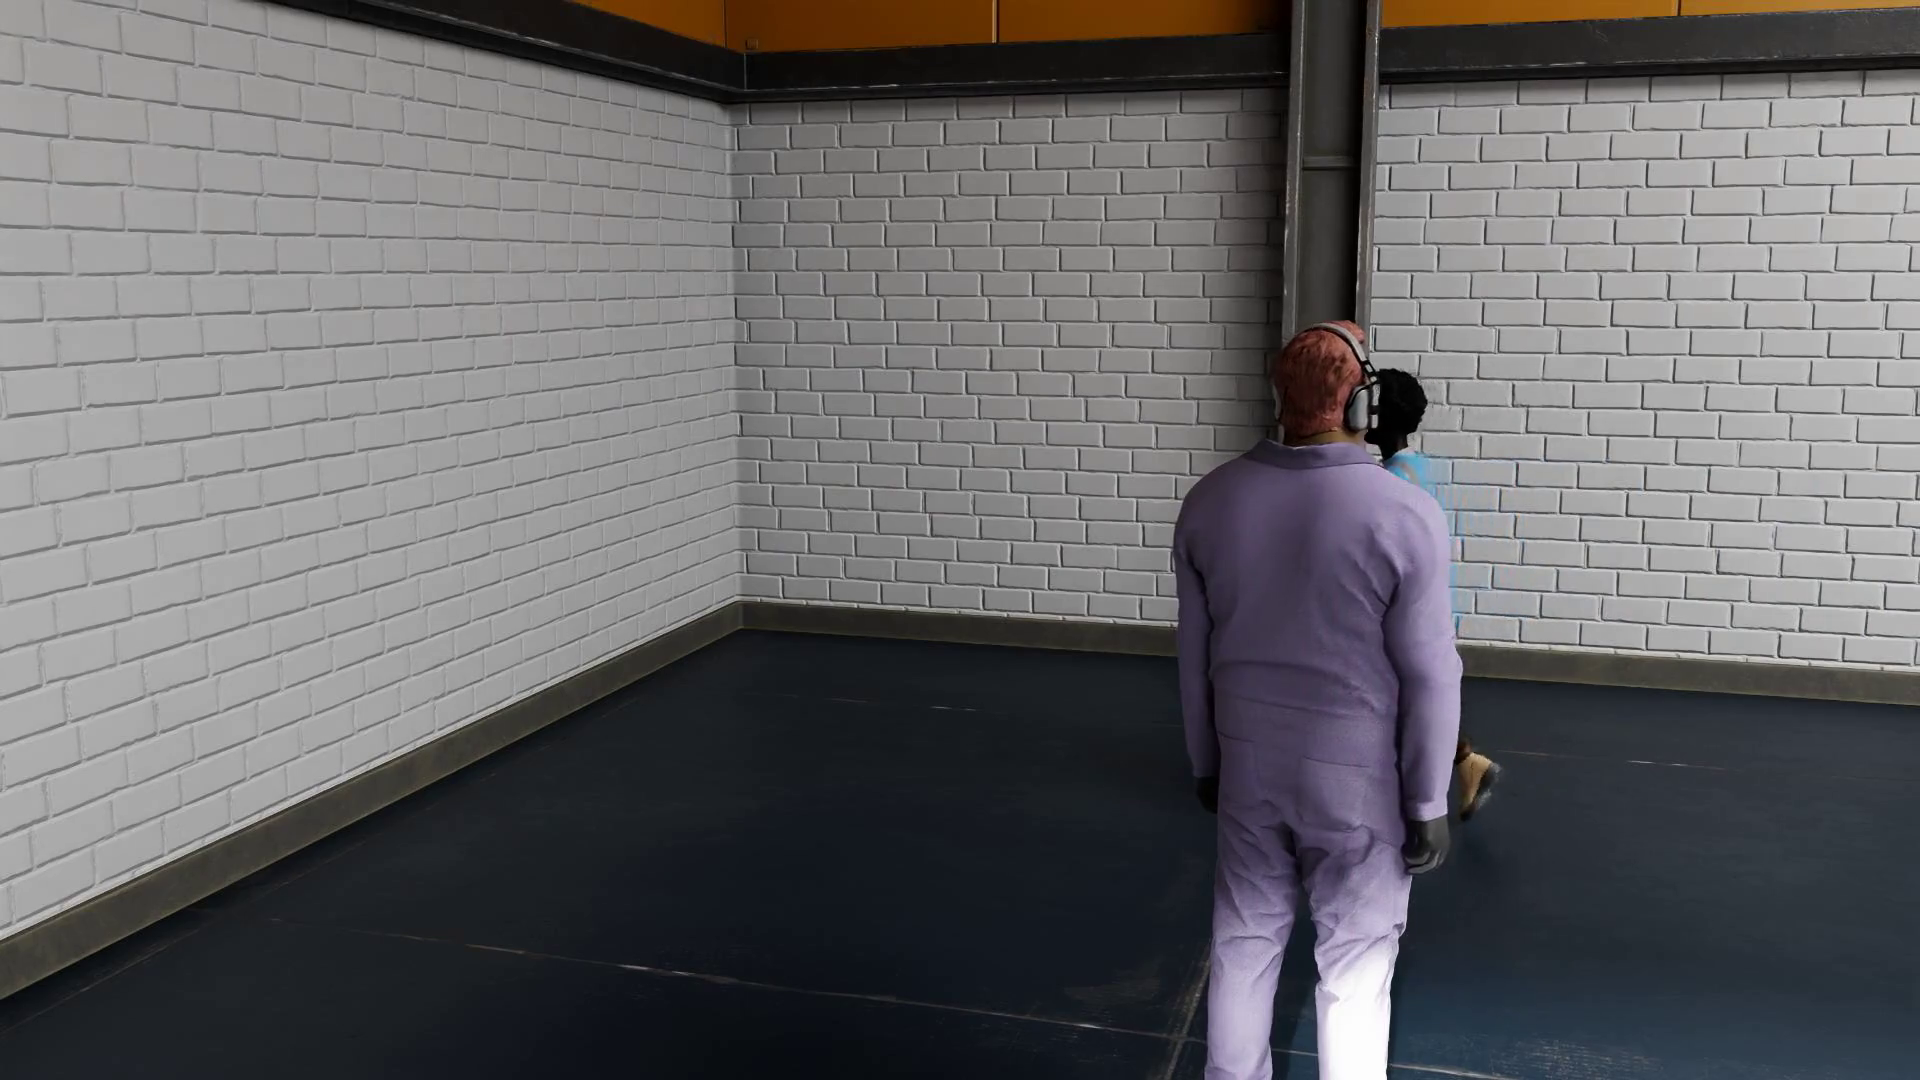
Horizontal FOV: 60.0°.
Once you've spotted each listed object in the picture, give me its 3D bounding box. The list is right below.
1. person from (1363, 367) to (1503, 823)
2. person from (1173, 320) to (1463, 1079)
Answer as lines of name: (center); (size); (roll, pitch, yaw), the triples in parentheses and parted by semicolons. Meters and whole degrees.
person: (1.545, 0.237, 5.832); (0.680, 1.680, 0.547); (3, 10, 20)
person: (0.775, 0.490, 3.589); (0.641, 1.913, 0.407); (8, 12, 40)
